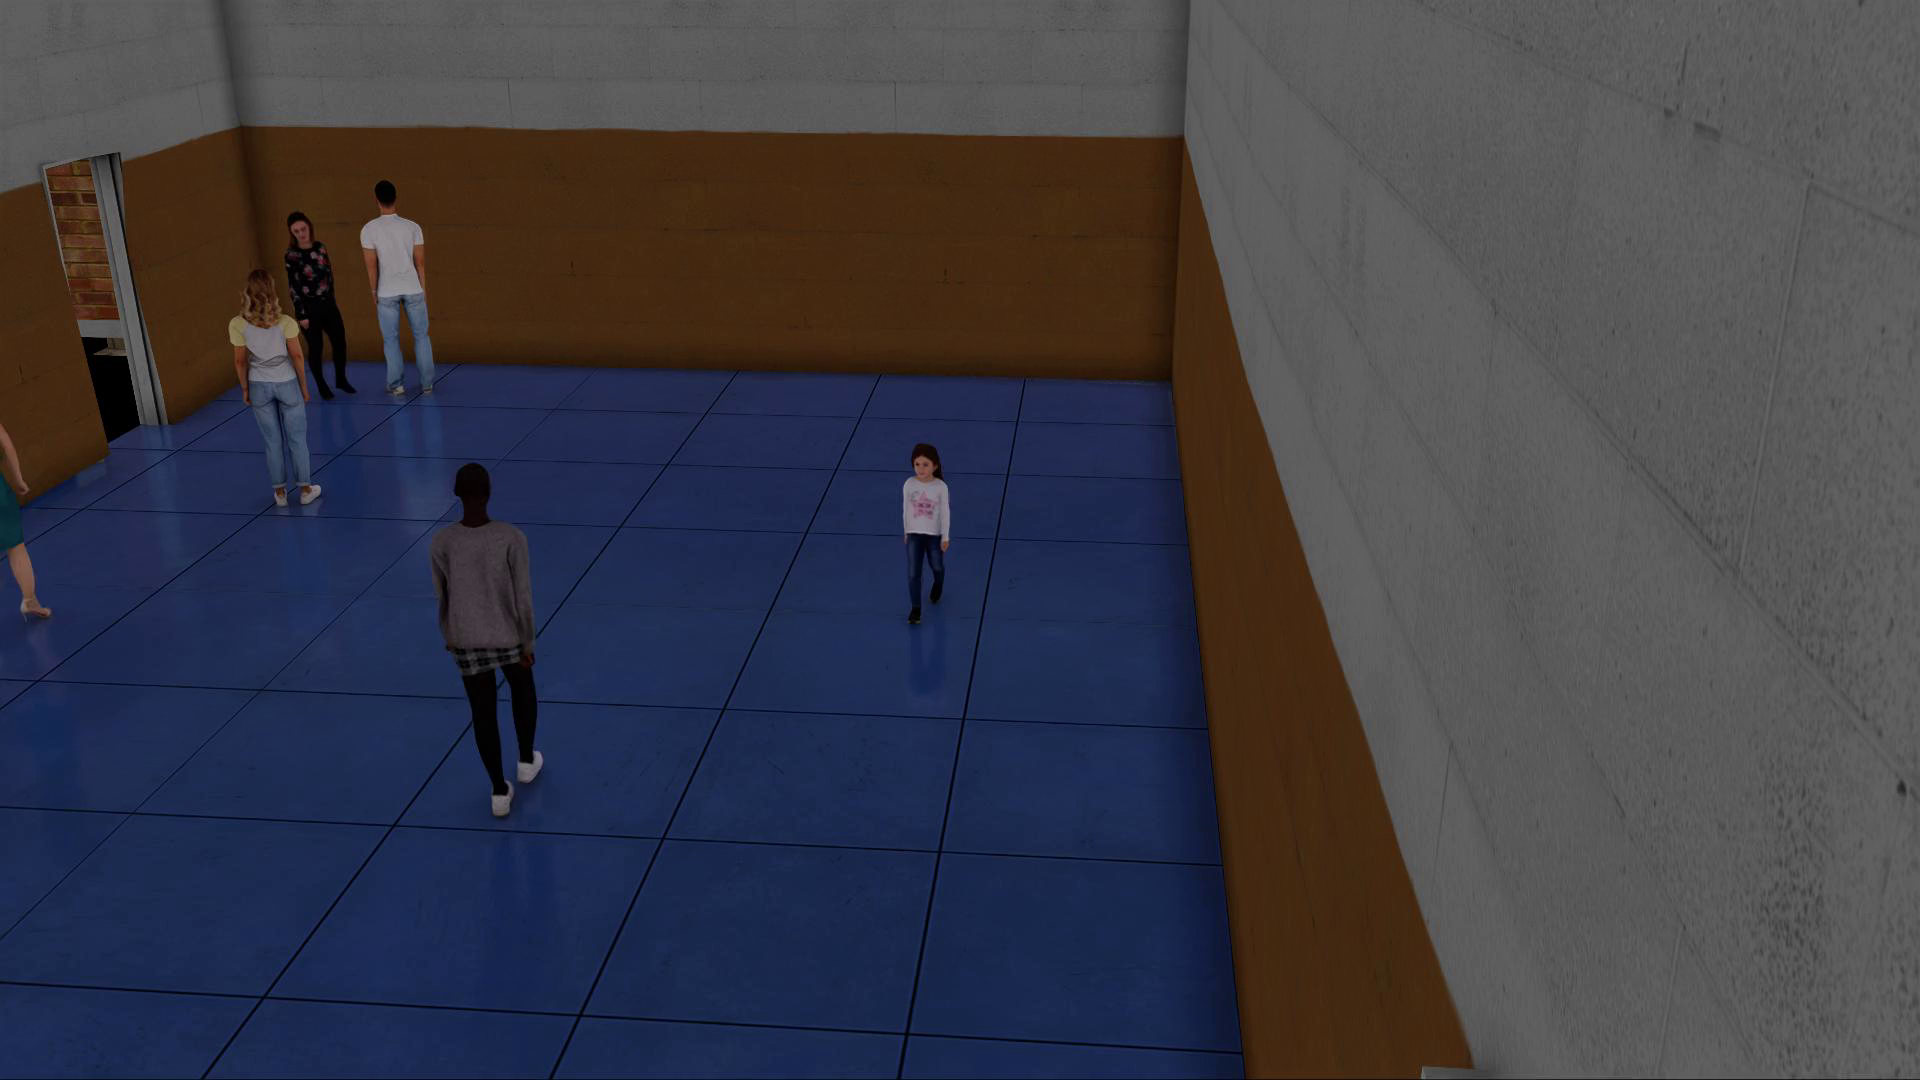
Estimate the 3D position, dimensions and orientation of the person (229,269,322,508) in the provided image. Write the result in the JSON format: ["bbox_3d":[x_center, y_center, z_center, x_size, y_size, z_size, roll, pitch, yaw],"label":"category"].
[{"bbox_3d":[-4.896,-1.081,11.896,0.586,1.726,0.748,-5,22,-11],"label":"person"}]

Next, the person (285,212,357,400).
[{"bbox_3d":[-5.555,-2.005,14.314,0.765,1.652,0.743,10,24,22],"label":"person"}]

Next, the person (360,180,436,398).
[{"bbox_3d":[-4.880,-2.187,14.487,0.675,1.861,0.810,-9,24,-21],"label":"person"}]

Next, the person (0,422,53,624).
[{"bbox_3d":[-5.767,-0.241,9.893,0.831,1.676,0.769,-17,28,-36],"label":"person"}]

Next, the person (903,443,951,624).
[{"bbox_3d":[-0.198,-0.072,10.258,0.725,1.090,0.550,4,22,10],"label":"person"}]

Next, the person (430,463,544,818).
[{"bbox_3d":[-2.256,0.513,7.907,0.781,1.757,0.794,-4,22,-11],"label":"person"}]
